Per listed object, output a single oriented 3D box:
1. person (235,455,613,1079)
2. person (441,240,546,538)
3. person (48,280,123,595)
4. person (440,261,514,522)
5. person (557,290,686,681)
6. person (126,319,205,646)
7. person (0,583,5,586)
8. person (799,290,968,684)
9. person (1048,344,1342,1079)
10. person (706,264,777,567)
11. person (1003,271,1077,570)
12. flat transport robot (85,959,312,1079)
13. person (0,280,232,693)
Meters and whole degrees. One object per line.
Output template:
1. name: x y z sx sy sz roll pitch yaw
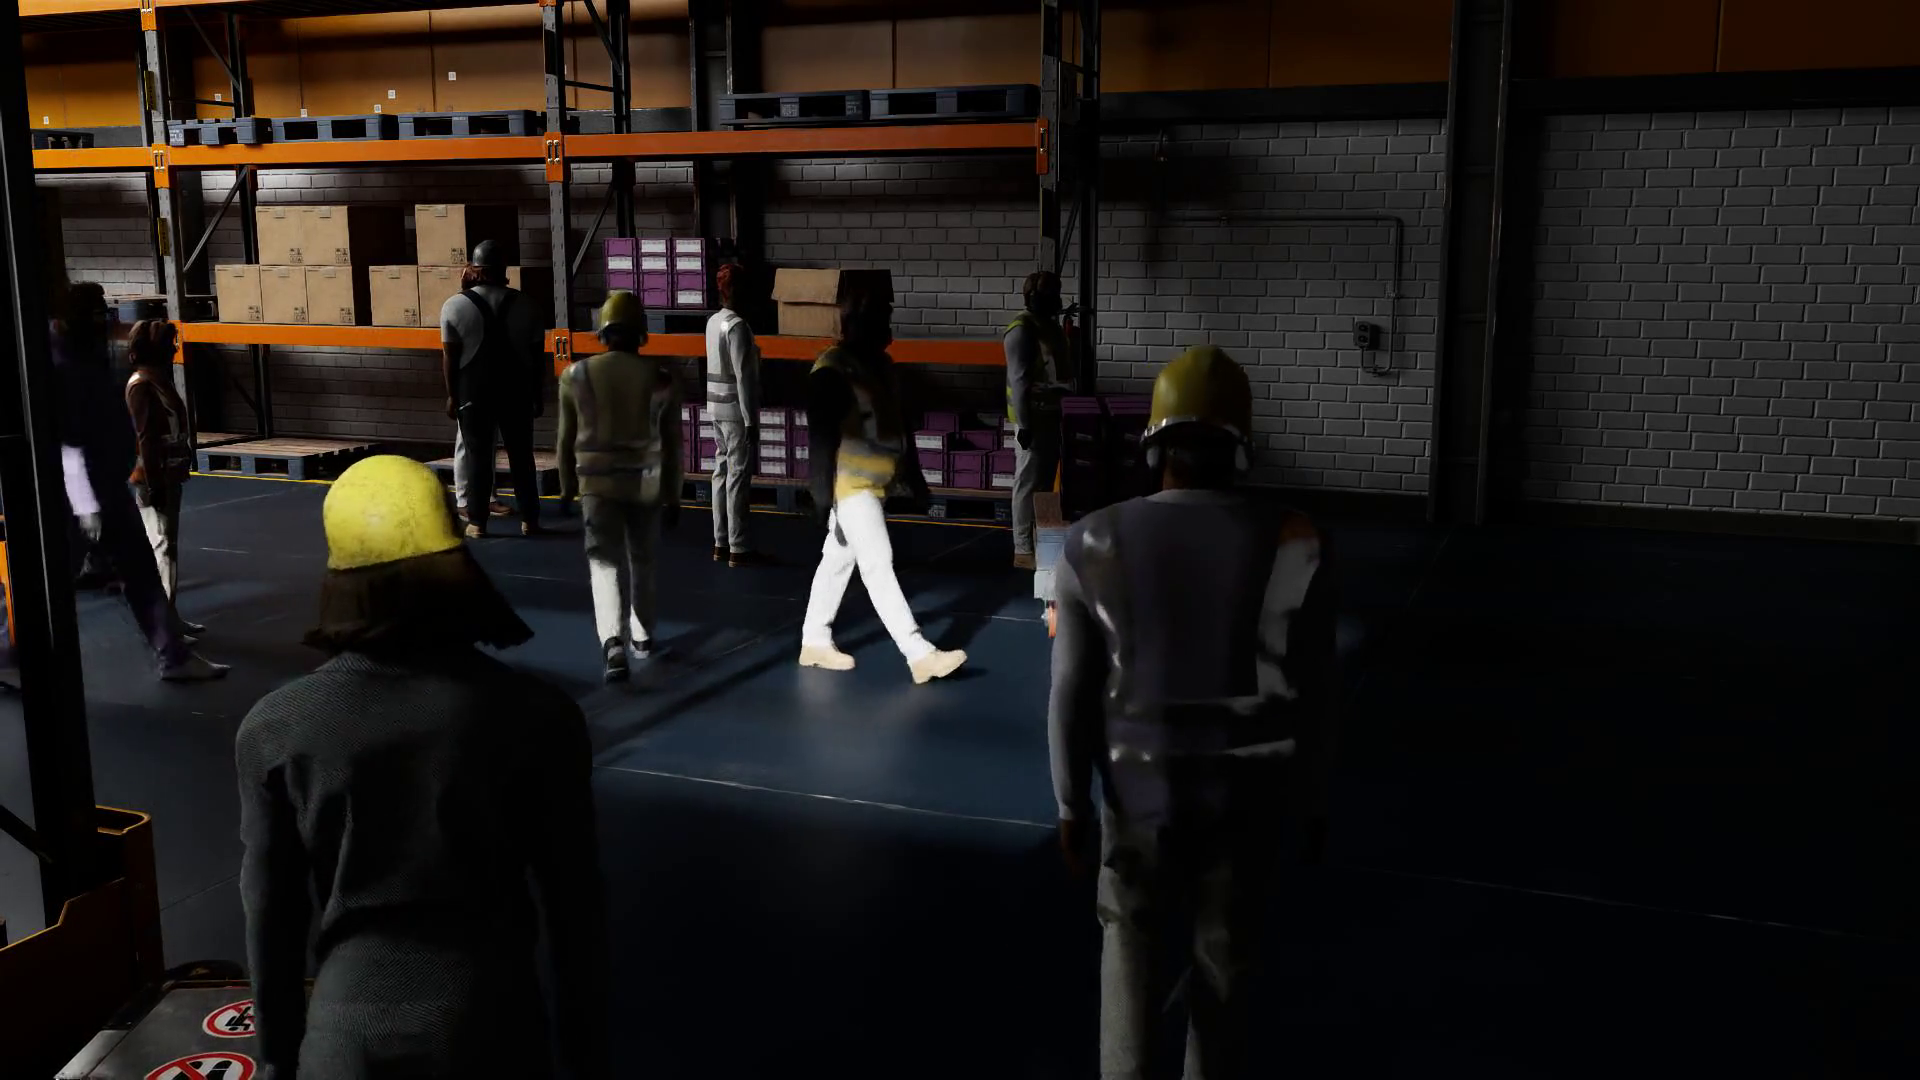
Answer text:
1. person: -0.767 0.739 2.435 0.504 1.720 0.426 -1 10 -4
2. person: -3.207 -1.037 11.436 0.690 2.000 0.538 -4 11 -23
3. person: -5.005 -0.621 9.534 0.670 1.903 0.461 6 12 32
4. person: -3.511 -1.081 12.123 0.337 1.881 0.584 5 11 26
5. person: -1.580 -0.264 7.798 0.587 1.803 0.857 -3 10 -14
6. person: -4.027 -0.288 8.383 0.309 1.639 0.523 -3 11 -16
7. person: -5.595 -0.699 9.843 0.373 1.940 0.629 1 10 3
8. person: -0.380 -0.242 7.680 0.945 1.791 0.630 4 11 21
9. person: 0.486 0.508 3.453 0.600 1.816 0.544 1 10 8
10. person: -1.396 -0.772 10.402 0.356 1.883 0.574 -5 11 -28
11. person: 0.510 -0.742 10.350 0.429 1.842 0.634 4 11 23
12. flat transport robot: -1.633 1.268 3.526 0.652 0.197 1.431 0 10 -2
13. person: -3.933 -0.225 7.453 1.007 1.860 0.664 -2 10 -10
